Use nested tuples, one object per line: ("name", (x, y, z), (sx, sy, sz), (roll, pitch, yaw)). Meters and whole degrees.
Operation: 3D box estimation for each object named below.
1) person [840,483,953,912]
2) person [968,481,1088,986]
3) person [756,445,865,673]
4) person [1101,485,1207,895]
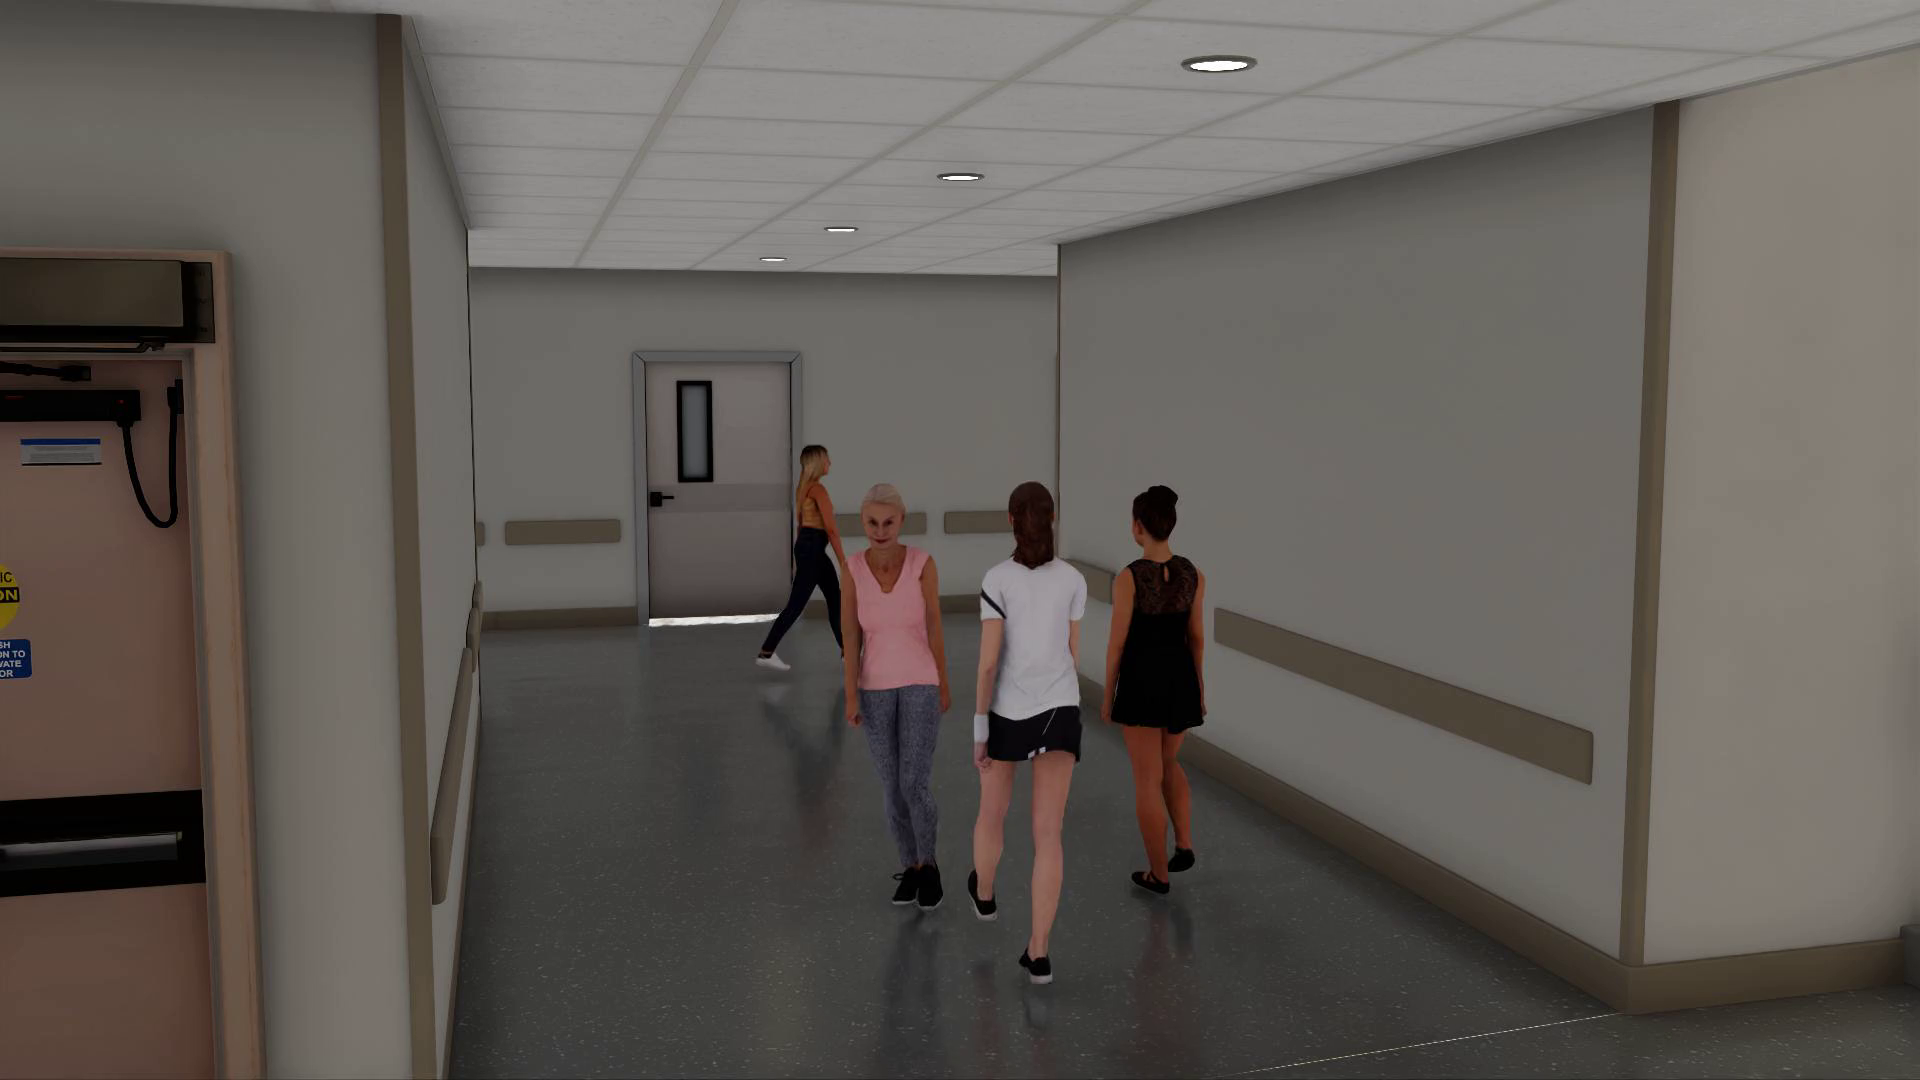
("person", (-0.234, 0.614, 6.698), (0.681, 1.693, 0.754), (1, 6, 7))
("person", (0.270, 0.695, 5.831), (1.073, 1.705, 0.737), (-1, 6, -9))
("person", (-1.109, 0.168, 11.674), (1.170, 1.585, 0.685), (-2, 6, -23))
("person", (0.833, 0.626, 6.704), (0.574, 1.667, 0.670), (-3, 6, -24))
